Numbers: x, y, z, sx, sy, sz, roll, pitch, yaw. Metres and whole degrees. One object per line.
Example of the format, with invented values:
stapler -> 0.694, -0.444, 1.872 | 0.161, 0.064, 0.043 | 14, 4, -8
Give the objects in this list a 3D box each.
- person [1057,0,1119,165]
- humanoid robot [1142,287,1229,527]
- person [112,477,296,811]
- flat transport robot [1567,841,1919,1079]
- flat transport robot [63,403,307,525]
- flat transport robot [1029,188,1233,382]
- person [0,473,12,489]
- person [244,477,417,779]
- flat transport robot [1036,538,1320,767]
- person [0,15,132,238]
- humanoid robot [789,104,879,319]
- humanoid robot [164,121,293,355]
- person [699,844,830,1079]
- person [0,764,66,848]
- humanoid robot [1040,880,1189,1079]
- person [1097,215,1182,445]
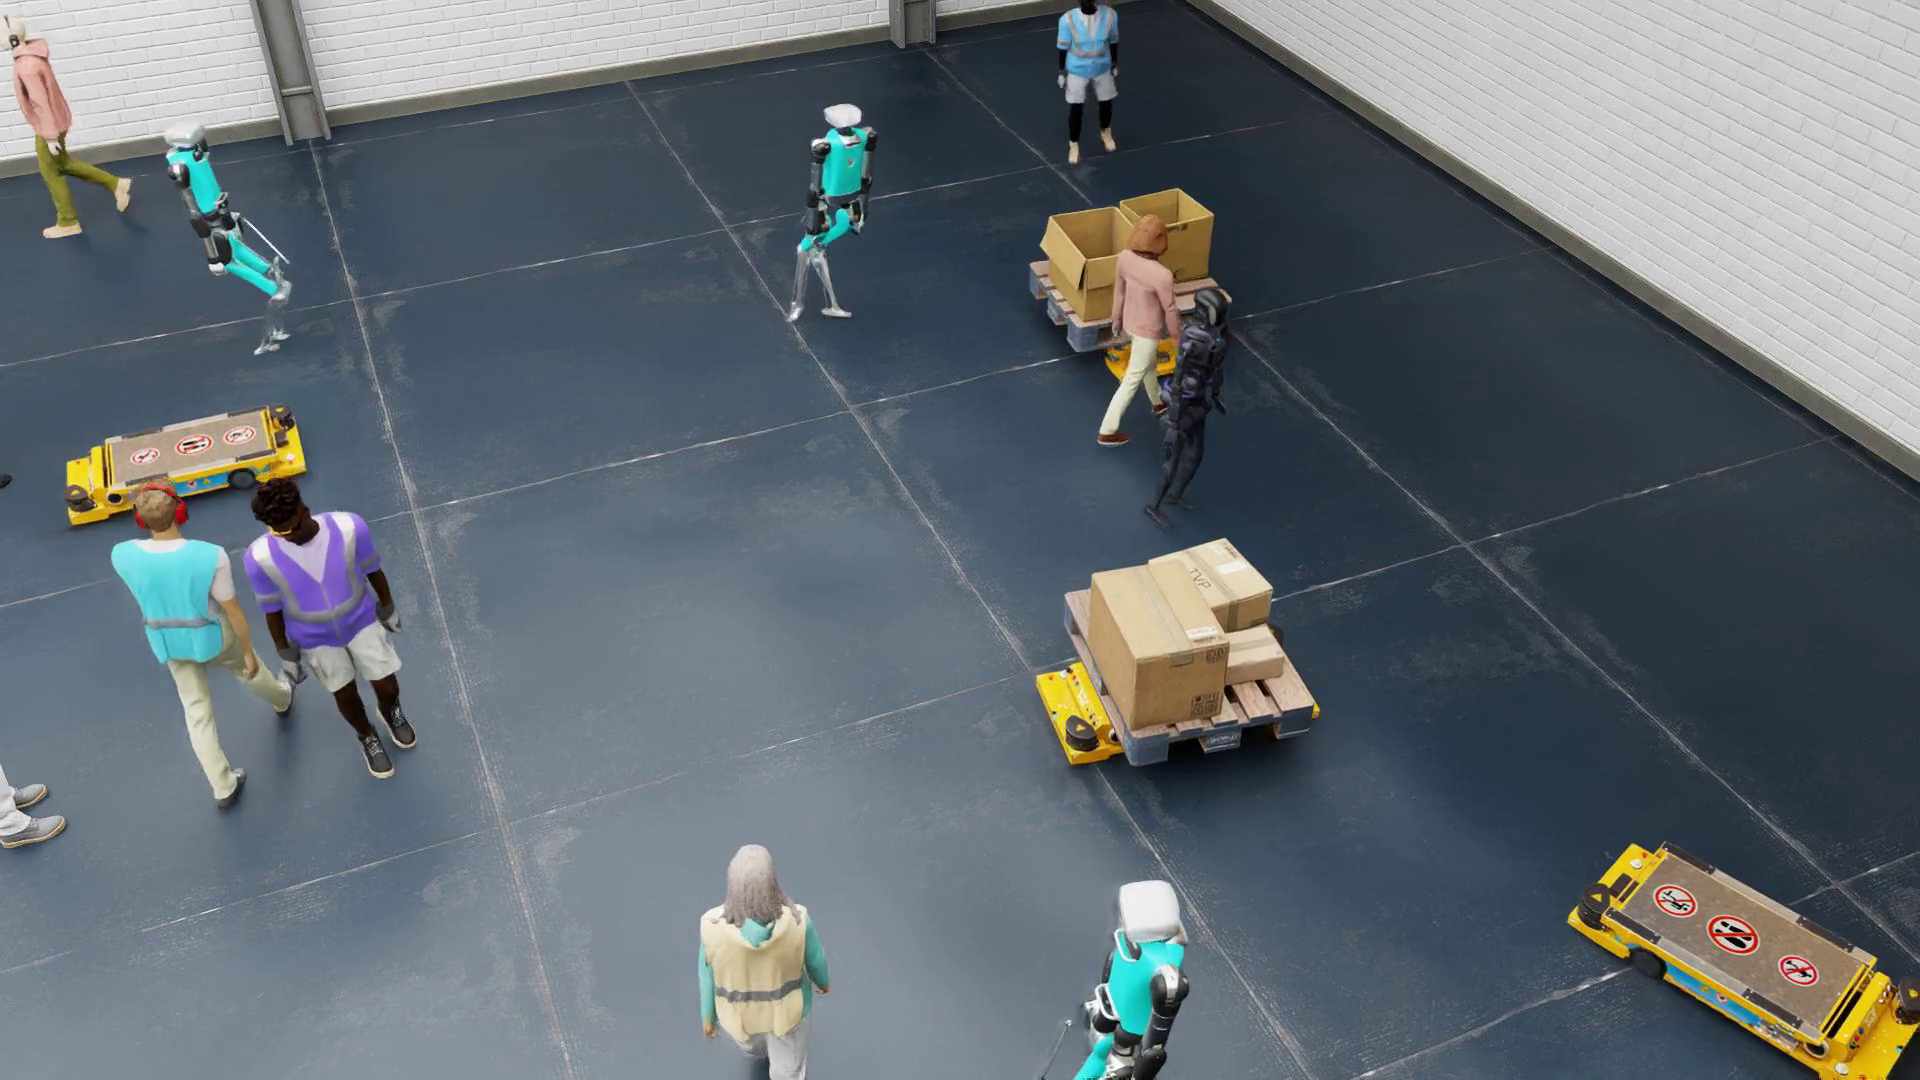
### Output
person -> 1.110, -4.102, 14.471 | 0.593, 1.671, 0.436 | -5, 38, -6
humanoid robot -> 1.401, -0.843, 10.233 | 0.396, 1.648, 0.590 | 24, 44, 28
person -> -3.832, 0.441, 8.450 | 0.565, 1.790, 0.977 | -3, 38, -4
flat transport robot -> 3.652, 1.948, 7.738 | 1.431, 0.231, 0.659 | 31, 47, 34
flat transport robot -> -5.096, -0.512, 10.940 | 1.431, 0.231, 0.659 | -15, 40, -19
flat transport robot -> 1.230, -1.647, 12.417 | 0.659, 0.231, 1.431 | -11, 39, -14
person -> -6.612, -1.154, 10.459 | 0.536, 1.881, 0.605 | -16, 40, -19
person -> -3.129, 0.439, 8.343 | 0.633, 1.933, 0.416 | -19, 41, -23
flat transport robot -> 1.198, 0.835, 9.186 | 1.431, 0.231, 0.659 | -9, 38, -11
person -> -7.240, -3.333, 13.349 | 0.684, 1.818, 0.537 | -15, 40, -19
humanoid robot -> -1.018, -2.415, 12.215 | 0.615, 1.777, 0.849 | -24, 44, -28
humanoid robot -> -5.085, -2.117, 11.818 | 0.667, 1.775, 0.547 | -3, 38, -4
person -> -0.780, 1.820, 6.756 | 0.510, 1.663, 0.906 | -1, 38, -2
person -> -4.849, 0.709, 8.024 | 0.355, 1.887, 0.573 | -26, 44, -29
humanoid robot -> 0.493, 2.013, 6.445 | 0.975, 1.734, 0.541 | -7, 38, -9
person -> 1.230, -1.406, 11.015 | 0.824, 1.589, 0.505 | -19, 42, -23
